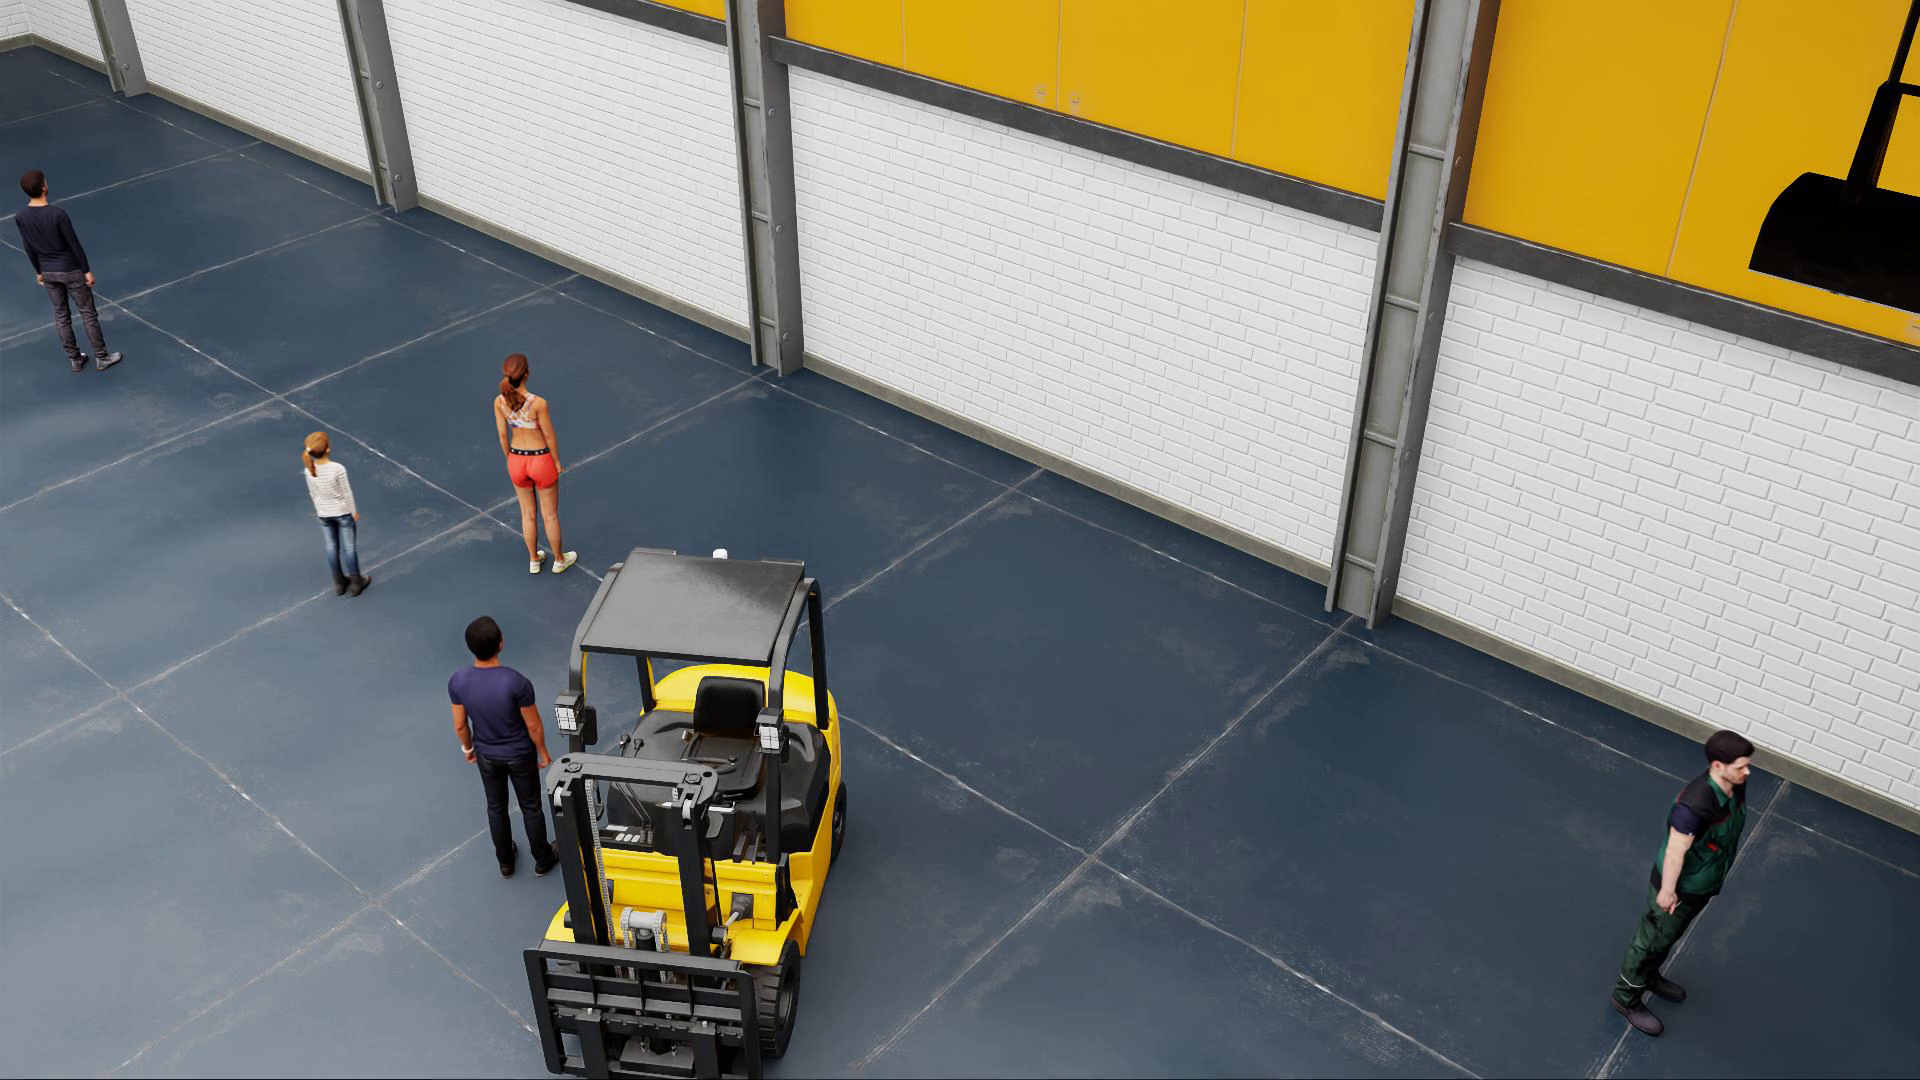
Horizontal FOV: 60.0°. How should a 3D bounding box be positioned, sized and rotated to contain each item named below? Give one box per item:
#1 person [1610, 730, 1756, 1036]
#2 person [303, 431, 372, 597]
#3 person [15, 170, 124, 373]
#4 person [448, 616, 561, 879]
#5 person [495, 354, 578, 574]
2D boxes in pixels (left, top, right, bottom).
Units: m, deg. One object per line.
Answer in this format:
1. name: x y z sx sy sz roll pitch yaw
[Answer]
1. person: 3.762 1.731 8.628 0.567 1.899 0.687 28 42 35
2. person: -4.529 -0.188 12.044 0.529 1.313 0.603 5 34 8
3. person: -8.020 -2.392 14.857 0.702 1.870 0.777 -1 34 -1
4. person: -2.614 1.205 9.516 0.683 1.791 0.773 0 34 1
5. person: -3.125 -0.542 12.144 0.651 1.792 0.732 4 34 6
